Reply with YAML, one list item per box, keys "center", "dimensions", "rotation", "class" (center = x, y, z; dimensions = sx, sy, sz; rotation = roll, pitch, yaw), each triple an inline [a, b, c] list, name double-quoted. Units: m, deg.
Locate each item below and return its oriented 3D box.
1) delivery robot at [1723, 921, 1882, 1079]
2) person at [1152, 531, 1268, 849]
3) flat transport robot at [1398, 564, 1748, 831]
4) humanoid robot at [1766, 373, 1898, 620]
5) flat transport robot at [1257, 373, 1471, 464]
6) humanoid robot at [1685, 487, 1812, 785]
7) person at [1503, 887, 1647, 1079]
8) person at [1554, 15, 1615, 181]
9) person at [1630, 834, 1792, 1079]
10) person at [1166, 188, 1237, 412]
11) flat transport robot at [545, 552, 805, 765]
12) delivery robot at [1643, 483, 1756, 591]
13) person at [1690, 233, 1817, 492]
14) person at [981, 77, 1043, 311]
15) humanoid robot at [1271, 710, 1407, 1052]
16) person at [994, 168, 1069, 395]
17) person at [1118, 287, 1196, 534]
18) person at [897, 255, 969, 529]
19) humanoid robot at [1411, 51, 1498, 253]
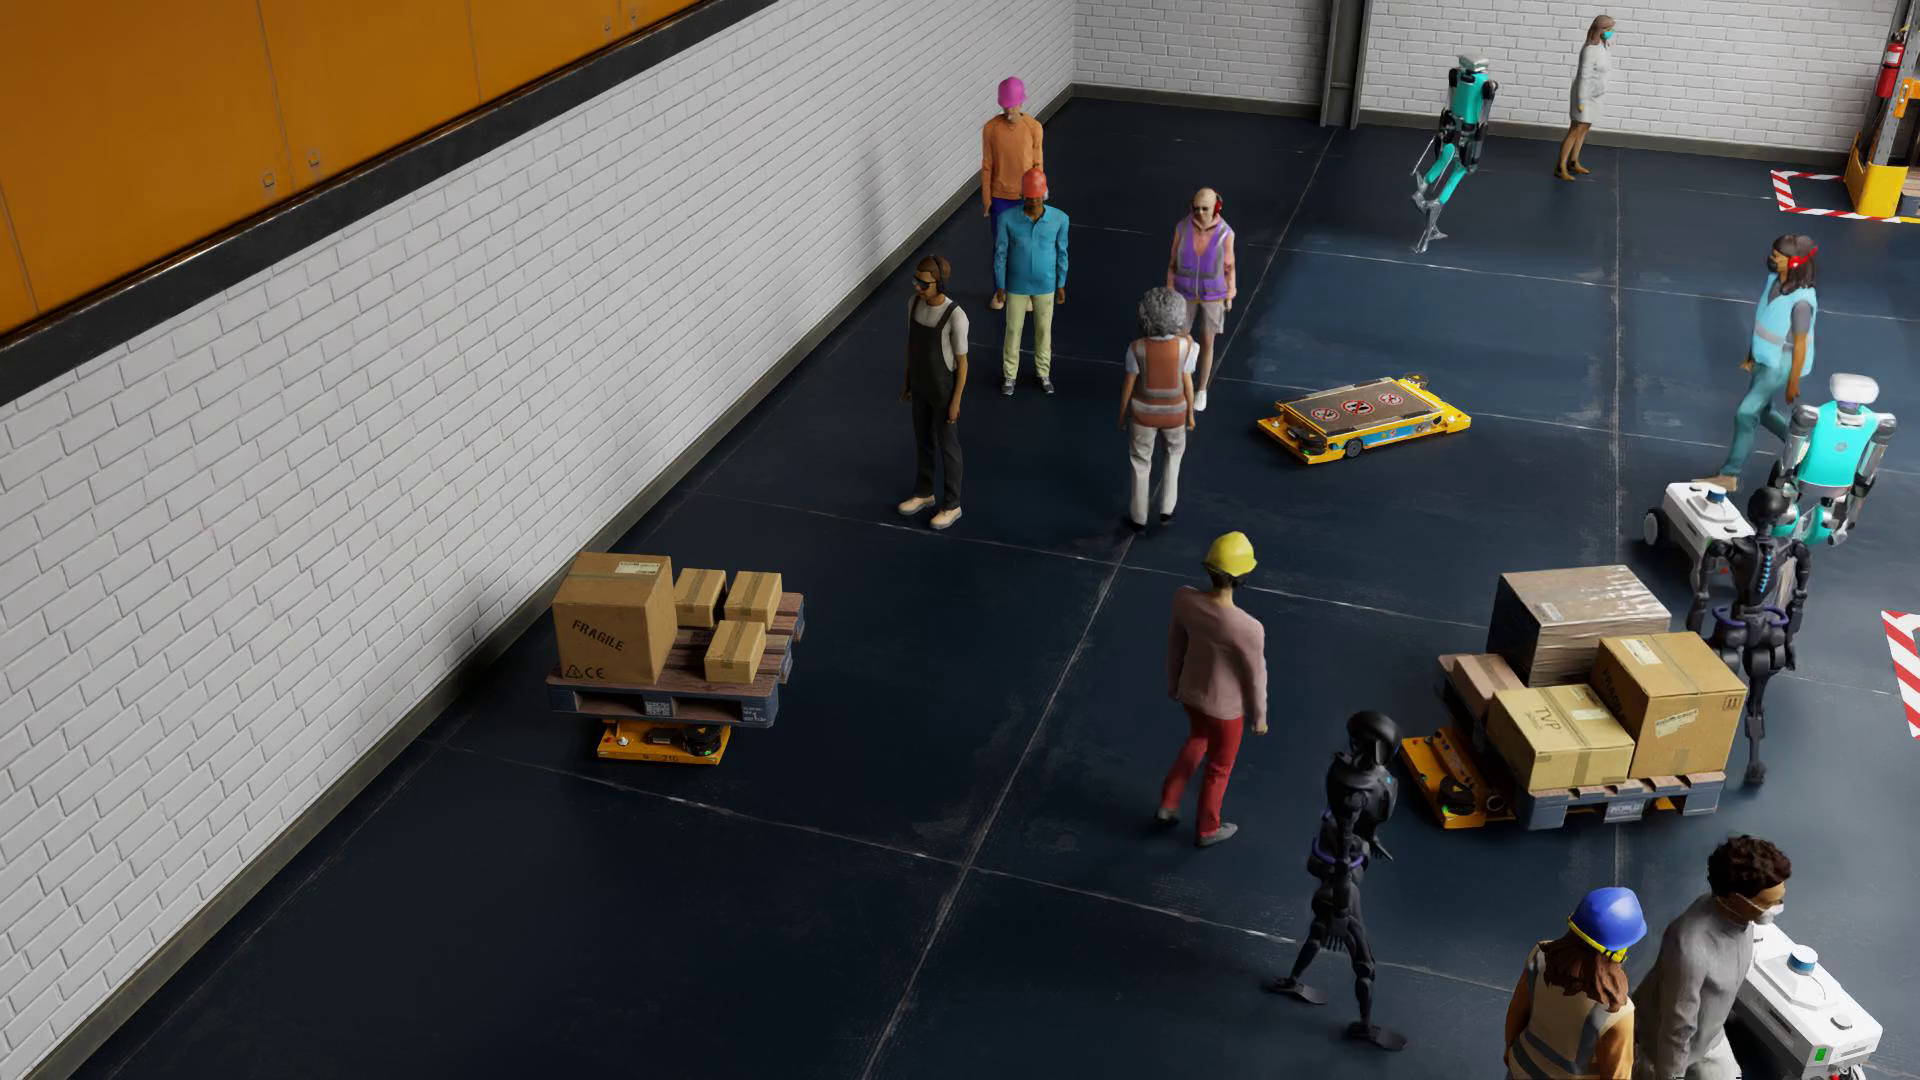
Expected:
- center: [3.481, 1.953, 7.007]
  dimensions: [0.499, 0.581, 0.774]
  rotation: [-9, 32, -15]
  class: "delivery robot"
- center: [1.222, 0.740, 7.898]
  dimensions: [0.355, 1.756, 0.537]
  rotation: [-22, 37, -33]
  class: "person"
- center: [3.083, 1.166, 8.642]
  dimensions: [1.431, 0.231, 0.659]
  rotation: [-4, 31, -7]
  class: "flat transport robot"
- center: [4.825, -0.185, 9.550]
  dimensions: [0.536, 1.833, 0.722]
  rotation: [6, 31, 9]
  class: "humanoid robot"
- center: [2.953, -0.890, 12.140]
  dimensions: [1.431, 0.231, 0.659]
  rotation: [-13, 33, -21]
  class: "flat transport robot"
- center: [3.947, 0.510, 8.384]
  dimensions: [0.599, 1.643, 0.390]
  rotation: [1, 30, 2]
  class: "humanoid robot"
- center: [2.124, 1.919, 5.869]
  dimensions: [0.321, 1.776, 0.480]
  rotation: [-18, 35, -28]
  class: "person"
- center: [6.387, -4.496, 16.908]
  dimensions: [0.341, 1.653, 0.494]
  rotation: [23, 38, 34]
  class: "person"
- center: [2.639, 1.843, 5.905]
  dimensions: [0.572, 1.873, 0.746]
  rotation: [-21, 36, -31]
  class: "person"
- center: [1.794, -1.826, 12.334]
  dimensions: [0.523, 1.674, 0.534]
  rotation: [9, 32, 15]
  class: "person"
- center: [-1.527, 0.750, 9.350]
  dimensions: [0.659, 0.231, 1.431]
  rotation: [3, 31, 5]
  class: "flat transport robot"
- center: [4.689, -0.071, 10.463]
  dimensions: [0.499, 0.594, 0.769]
  rotation: [-1, 30, -1]
  class: "delivery robot"
- center: [5.486, -1.163, 11.071]
  dimensions: [0.806, 1.836, 0.566]
  rotation: [2, 30, 3]
  class: "person"
- center: [0.428, -2.869, 13.834]
  dimensions: [0.518, 1.972, 0.405]
  rotation: [3, 31, 5]
  class: "person"
- center: [1.685, 1.374, 6.922]
  dimensions: [0.682, 1.635, 0.612]
  rotation: [13, 33, 21]
  class: "humanoid robot"
- center: [0.530, -1.929, 12.441]
  dimensions: [0.558, 1.751, 0.324]
  rotation: [-2, 31, -3]
  class: "person"
- center: [1.256, -0.799, 10.585]
  dimensions: [0.496, 1.679, 0.336]
  rotation: [0, 30, 1]
  class: "person"
- center: [-0.172, -0.955, 10.695]
  dimensions: [0.507, 1.846, 0.346]
  rotation: [26, 39, 36]
  class: "person"
- center: [4.363, -3.451, 15.151]
  dimensions: [0.766, 1.893, 0.551]
  rotation: [-17, 34, -26]
  class: "humanoid robot"
